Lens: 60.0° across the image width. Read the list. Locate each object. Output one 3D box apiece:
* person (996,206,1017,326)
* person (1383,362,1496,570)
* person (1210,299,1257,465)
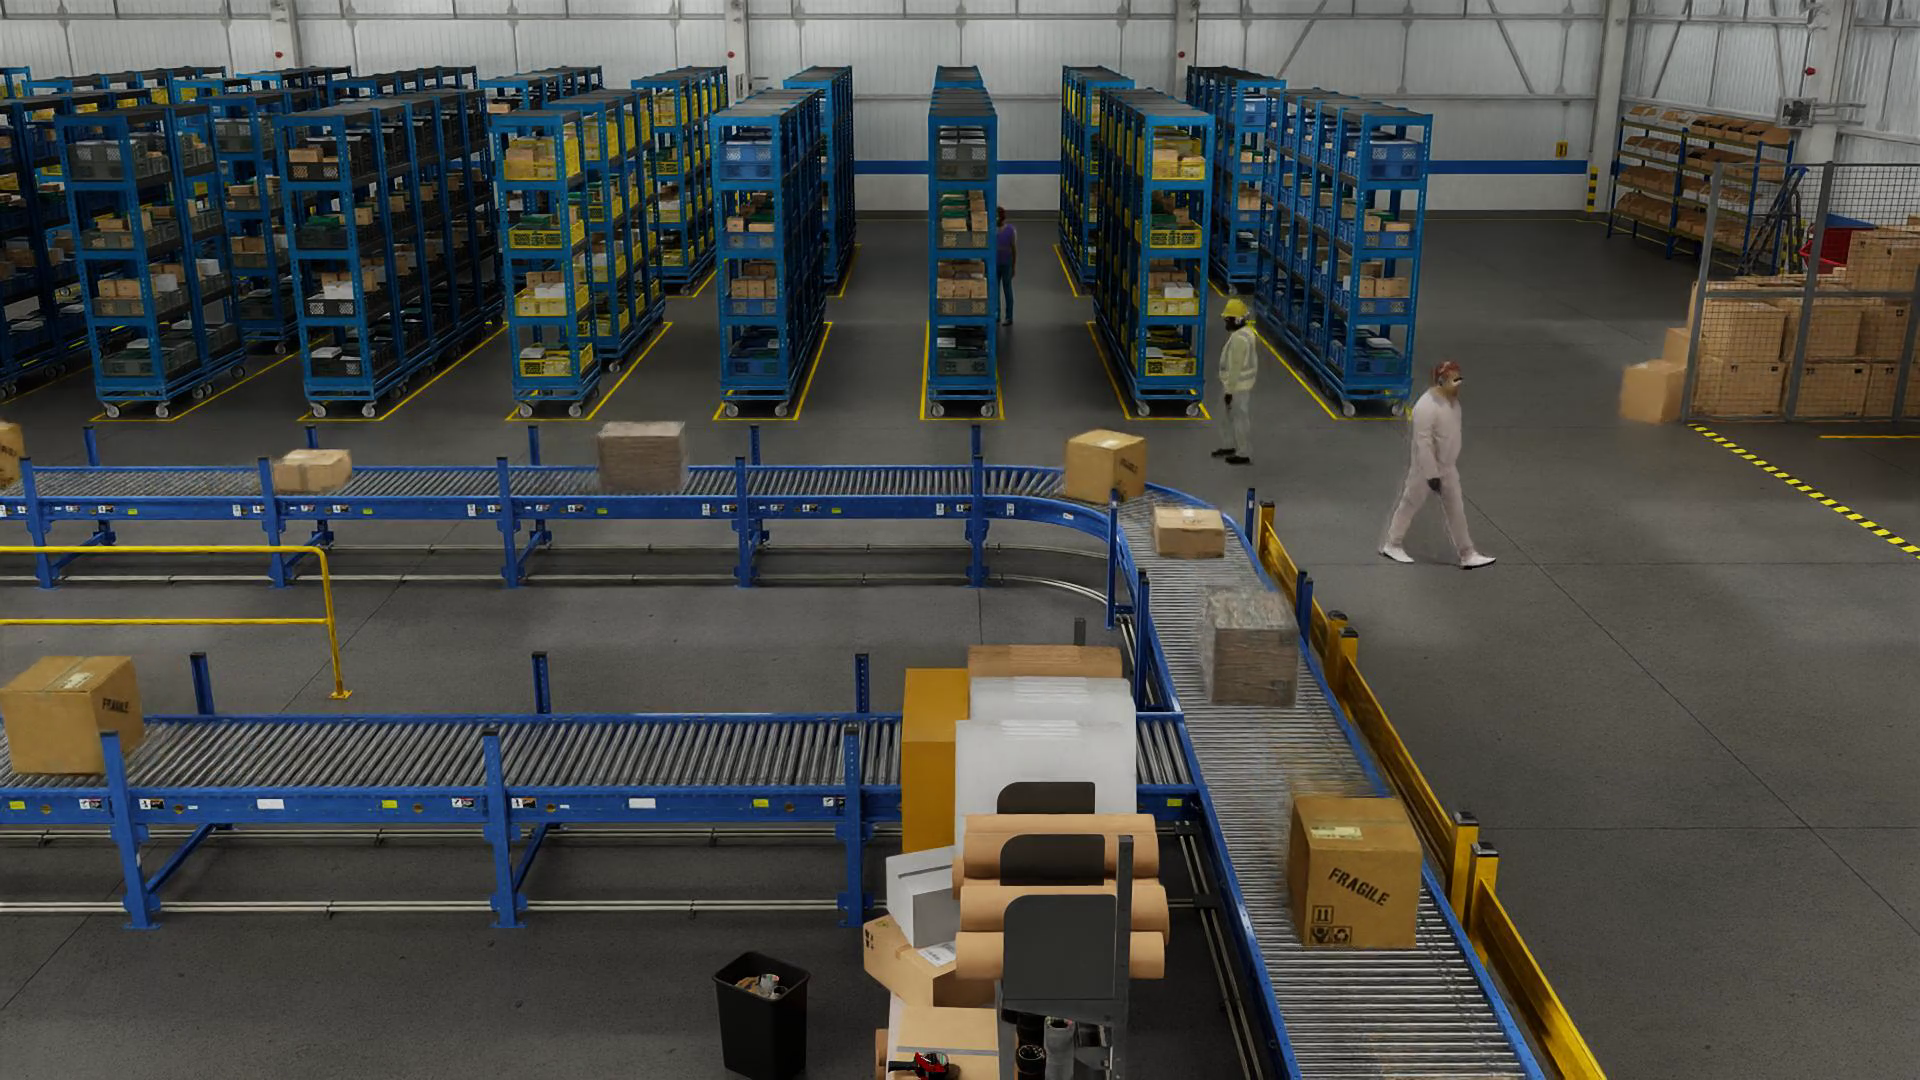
[{"bbox_3d":[0.626,-4.248,25.768,0.575,1.830,0.410,11,21,30],"label":"person"},{"bbox_3d":[4.225,-0.638,14.608,0.650,1.854,1.005,-16,24,-41],"label":"person"},{"bbox_3d":[2.917,-1.698,17.930,0.604,1.807,0.617,4,18,13],"label":"person"}]
